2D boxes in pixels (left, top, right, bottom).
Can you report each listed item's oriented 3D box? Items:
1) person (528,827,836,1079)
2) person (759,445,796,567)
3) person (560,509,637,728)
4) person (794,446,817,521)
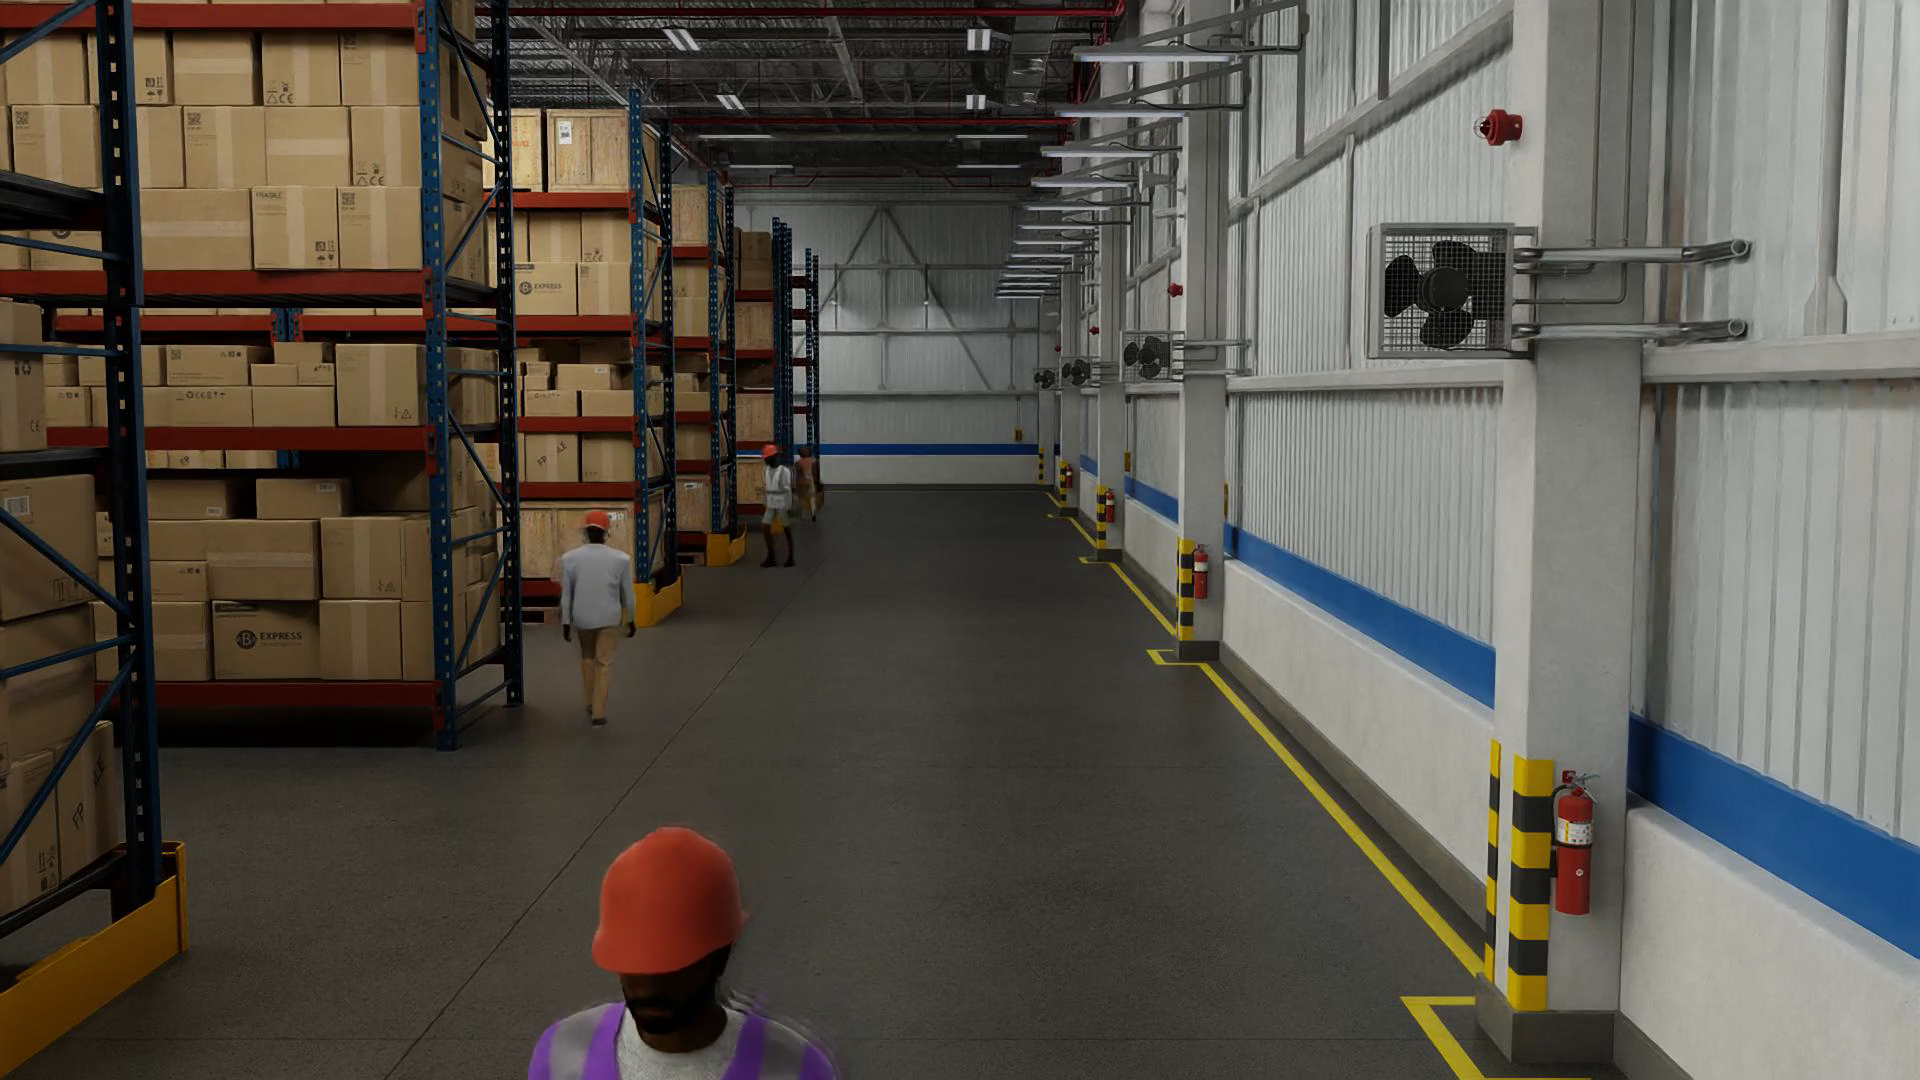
[{"bbox_3d":[-0.473,1.426,2.780,0.567,1.926,0.400,1,5,7],"label":"person"},{"bbox_3d":[-2.804,-0.506,25.551,0.676,1.892,0.747,3,6,32],"label":"person"},{"bbox_3d":[-2.885,0.612,13.383,0.584,1.720,0.723,0,5,0],"label":"person"},{"bbox_3d":[-3.245,-1.187,35.061,0.516,1.603,0.768,-2,5,-23],"label":"person"}]
